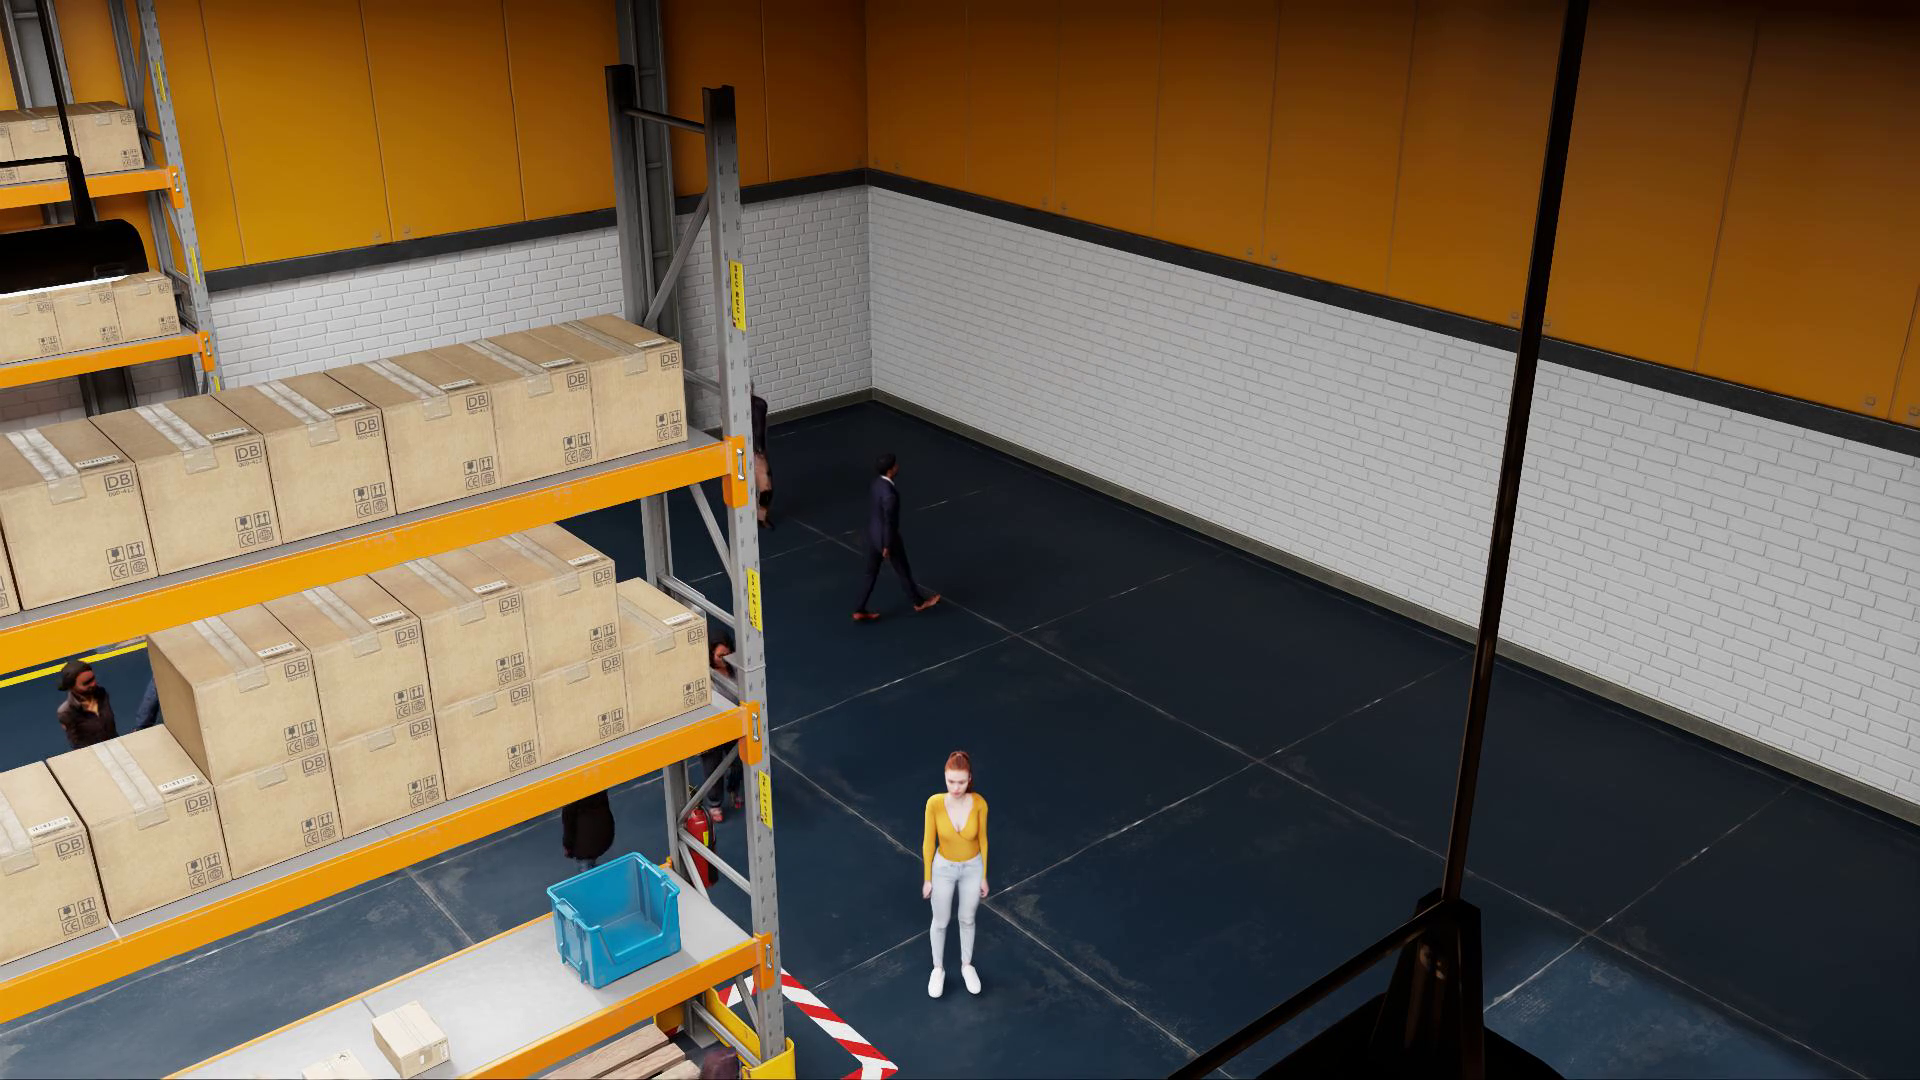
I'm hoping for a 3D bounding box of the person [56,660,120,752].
[{"bbox_3d":[-6.081,1.658,11.996,1.167,1.638,1.094,-11,26,-24],"label":"person"}]

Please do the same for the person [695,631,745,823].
[{"bbox_3d":[-1.843,1.374,12.704,0.675,1.592,0.775,-10,25,-21],"label":"person"}]

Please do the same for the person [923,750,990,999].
[{"bbox_3d":[-0.021,2.150,10.732,0.641,1.749,0.734,-3,24,-6],"label":"person"}]

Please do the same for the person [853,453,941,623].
[{"bbox_3d":[-0.800,0.016,15.696,1.173,1.682,0.859,-10,26,-22],"label":"person"}]
